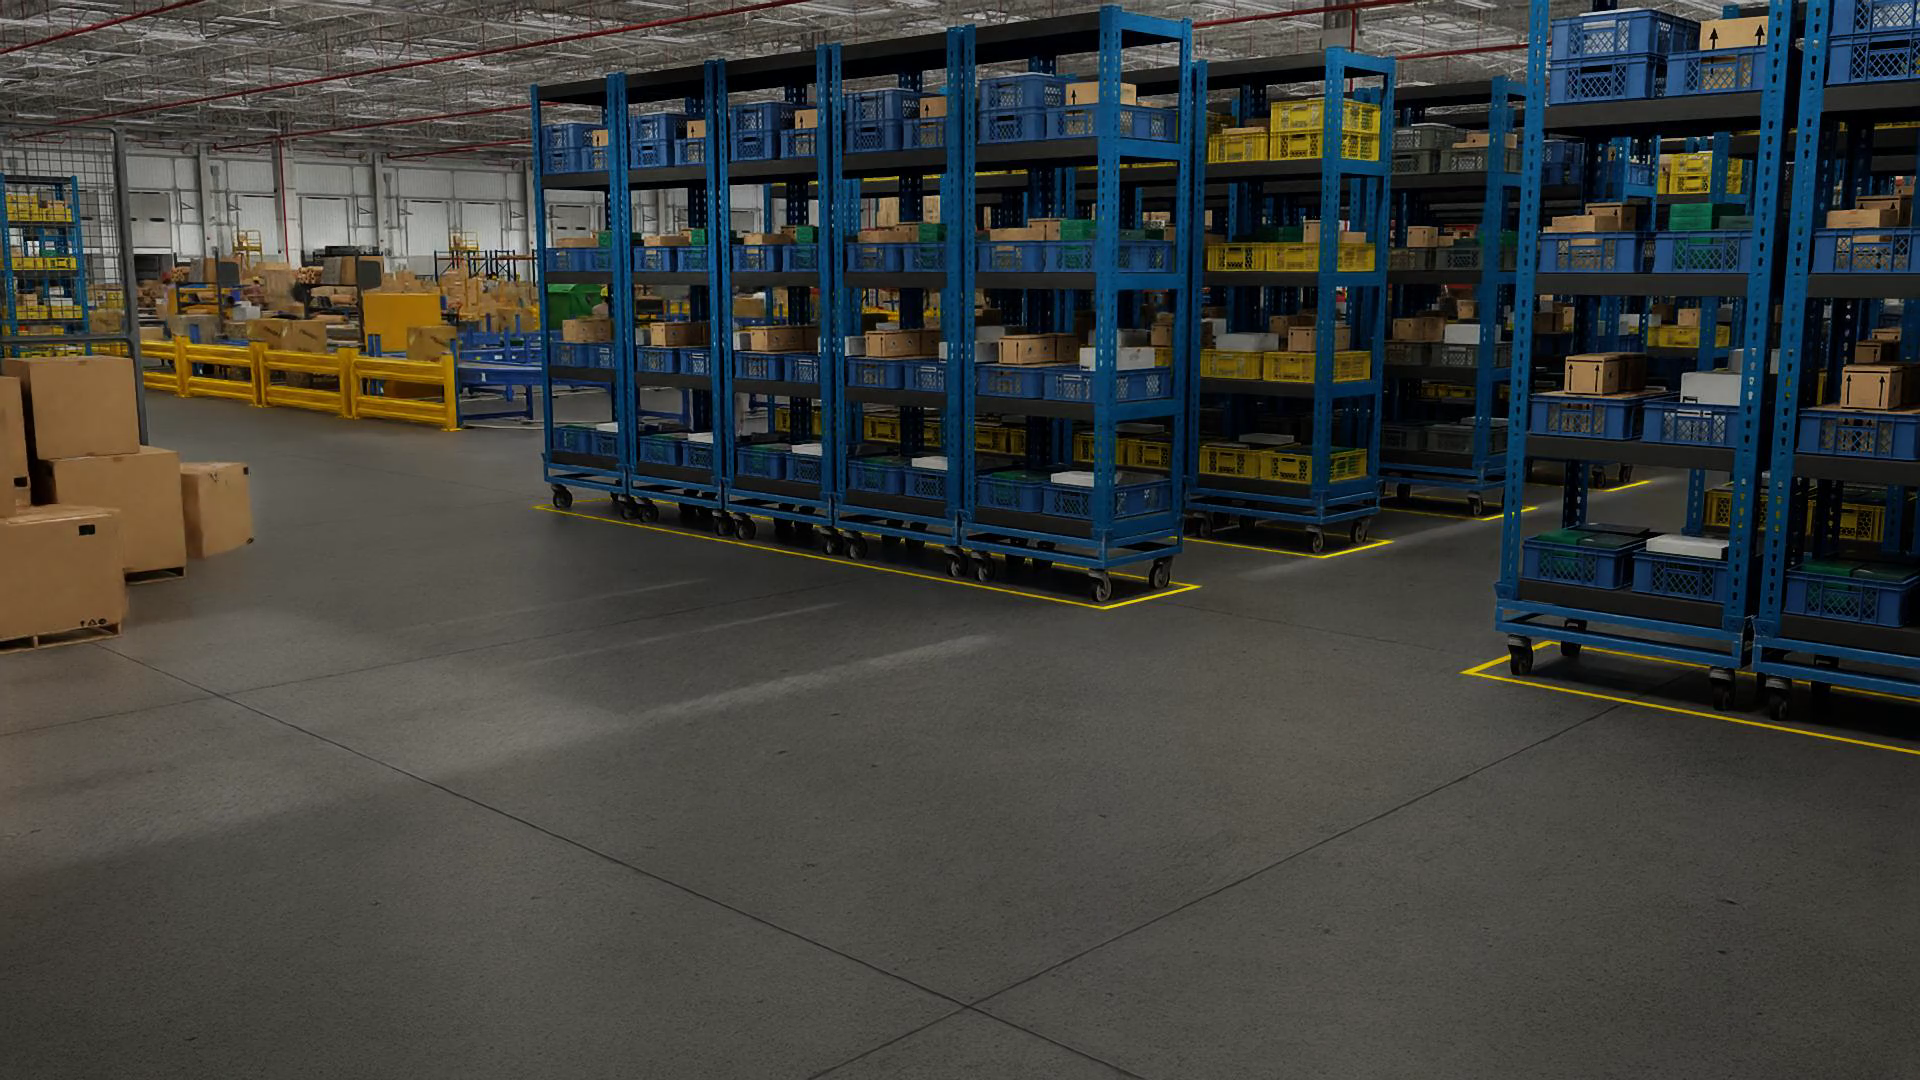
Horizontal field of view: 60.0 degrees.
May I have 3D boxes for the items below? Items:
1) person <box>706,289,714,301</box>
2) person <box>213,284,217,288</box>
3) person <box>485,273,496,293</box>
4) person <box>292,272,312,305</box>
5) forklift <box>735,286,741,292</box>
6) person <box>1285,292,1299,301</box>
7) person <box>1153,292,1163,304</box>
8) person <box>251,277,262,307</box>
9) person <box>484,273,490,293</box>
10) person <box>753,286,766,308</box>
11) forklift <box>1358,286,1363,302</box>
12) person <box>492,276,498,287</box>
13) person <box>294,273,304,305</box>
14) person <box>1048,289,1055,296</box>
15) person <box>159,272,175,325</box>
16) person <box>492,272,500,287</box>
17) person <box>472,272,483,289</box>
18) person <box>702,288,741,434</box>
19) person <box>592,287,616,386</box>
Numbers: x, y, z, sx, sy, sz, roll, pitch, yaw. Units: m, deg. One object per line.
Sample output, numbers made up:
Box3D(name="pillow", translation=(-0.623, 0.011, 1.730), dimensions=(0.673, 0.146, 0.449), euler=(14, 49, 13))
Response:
Box3D(name="person", translation=(-7.516, -7.118, 50.859), dimensions=(0.710, 1.812, 0.599), euler=(8, 13, 42))
Box3D(name="person", translation=(-36.681, -12.177, 82.314), dimensions=(0.808, 1.650, 0.544), euler=(4, 10, 22))
Box3D(name="person", translation=(-21.279, -11.162, 75.491), dimensions=(0.514, 1.865, 0.329), euler=(-3, 10, -18))
Box3D(name="person", translation=(-24.581, -9.071, 62.127), dimensions=(0.672, 2.000, 0.536), euler=(-4, 10, -24))
Box3D(name="forklift", translation=(-10.240, -12.338, 79.591), dimensions=(1.873, 2.768, 1.129), euler=(9, 13, 43))
Box3D(name="person", translation=(11.455, -8.260, 57.671), dimensions=(0.967, 1.906, 0.635), euler=(-9, 13, -44))
Box3D(name="person", translation=(7.356, -8.813, 61.768), dimensions=(0.890, 1.656, 0.540), euler=(8, 12, 41))
Box3D(name="person", translation=(-27.440, -9.391, 64.933), dimensions=(0.522, 1.768, 0.311), euler=(4, 10, 21))
Box3D(name="person", translation=(-26.013, -13.848, 91.964), dimensions=(0.573, 1.862, 1.038), euler=(6, 11, 32))
Box3D(name="person", translation=(-5.752, -6.597, 48.051), dimensions=(0.540, 1.683, 0.419), euler=(-9, 13, -44))
Box3D(name="forklift", translation=(11.100, -7.017, 46.970), dimensions=(1.873, 2.768, 1.129), euler=(9, 13, 43))
Box3D(name="person", translation=(-21.972, -11.614, 78.628), dimensions=(0.307, 1.743, 0.494), euler=(-8, 12, -40))
Box3D(name="person", translation=(-23.011, -8.311, 57.752), dimensions=(0.972, 1.959, 0.616), euler=(-3, 10, -16))
Box3D(name="person", translation=(2.865, -7.256, 51.544), dimensions=(0.959, 1.870, 0.647), euler=(-6, 11, -31))
Box3D(name="person", translation=(-22.086, -6.519, 46.623), dimensions=(0.997, 2.006, 0.606), euler=(-9, 13, -43))
Box3D(name="person", translation=(-23.144, -12.362, 82.682), dimensions=(0.593, 1.920, 0.392), euler=(0, 9, 1))
Box3D(name="person", translation=(-22.335, -11.427, 76.896), dimensions=(0.629, 1.937, 0.376), euler=(2, 10, 14))
Box3D(name="person", translation=(-2.644, -1.884, 18.576), dimensions=(0.556, 1.923, 0.668), euler=(-7, 11, -35))
Box3D(name="person", translation=(-6.236, -3.592, 29.409), dimensions=(0.518, 1.757, 0.335), euler=(-5, 10, -26))
